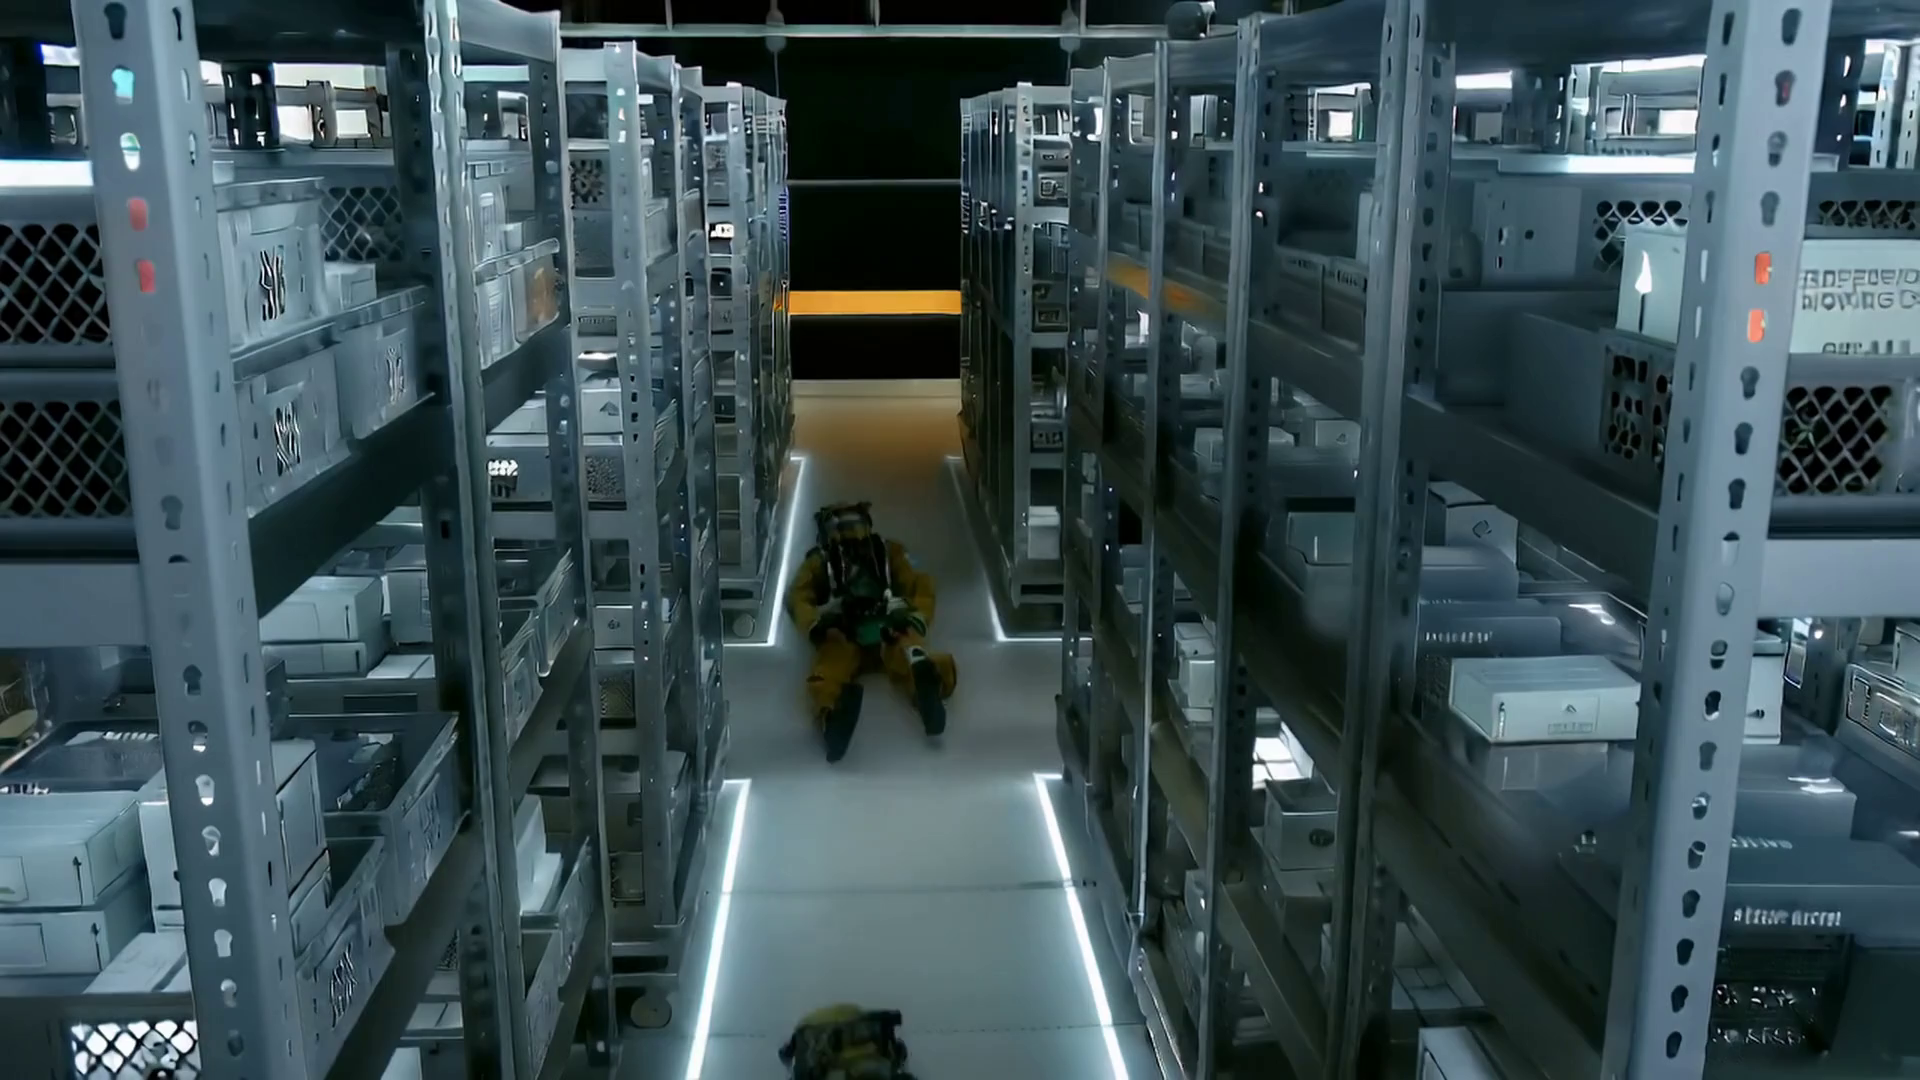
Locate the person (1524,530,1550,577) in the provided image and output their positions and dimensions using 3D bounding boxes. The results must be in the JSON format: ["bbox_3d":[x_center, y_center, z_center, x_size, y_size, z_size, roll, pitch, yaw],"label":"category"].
[{"bbox_3d":[3.664,-0.155,10.590,0.436,1.832,0.598,-1,14,-4],"label":"person"}]
